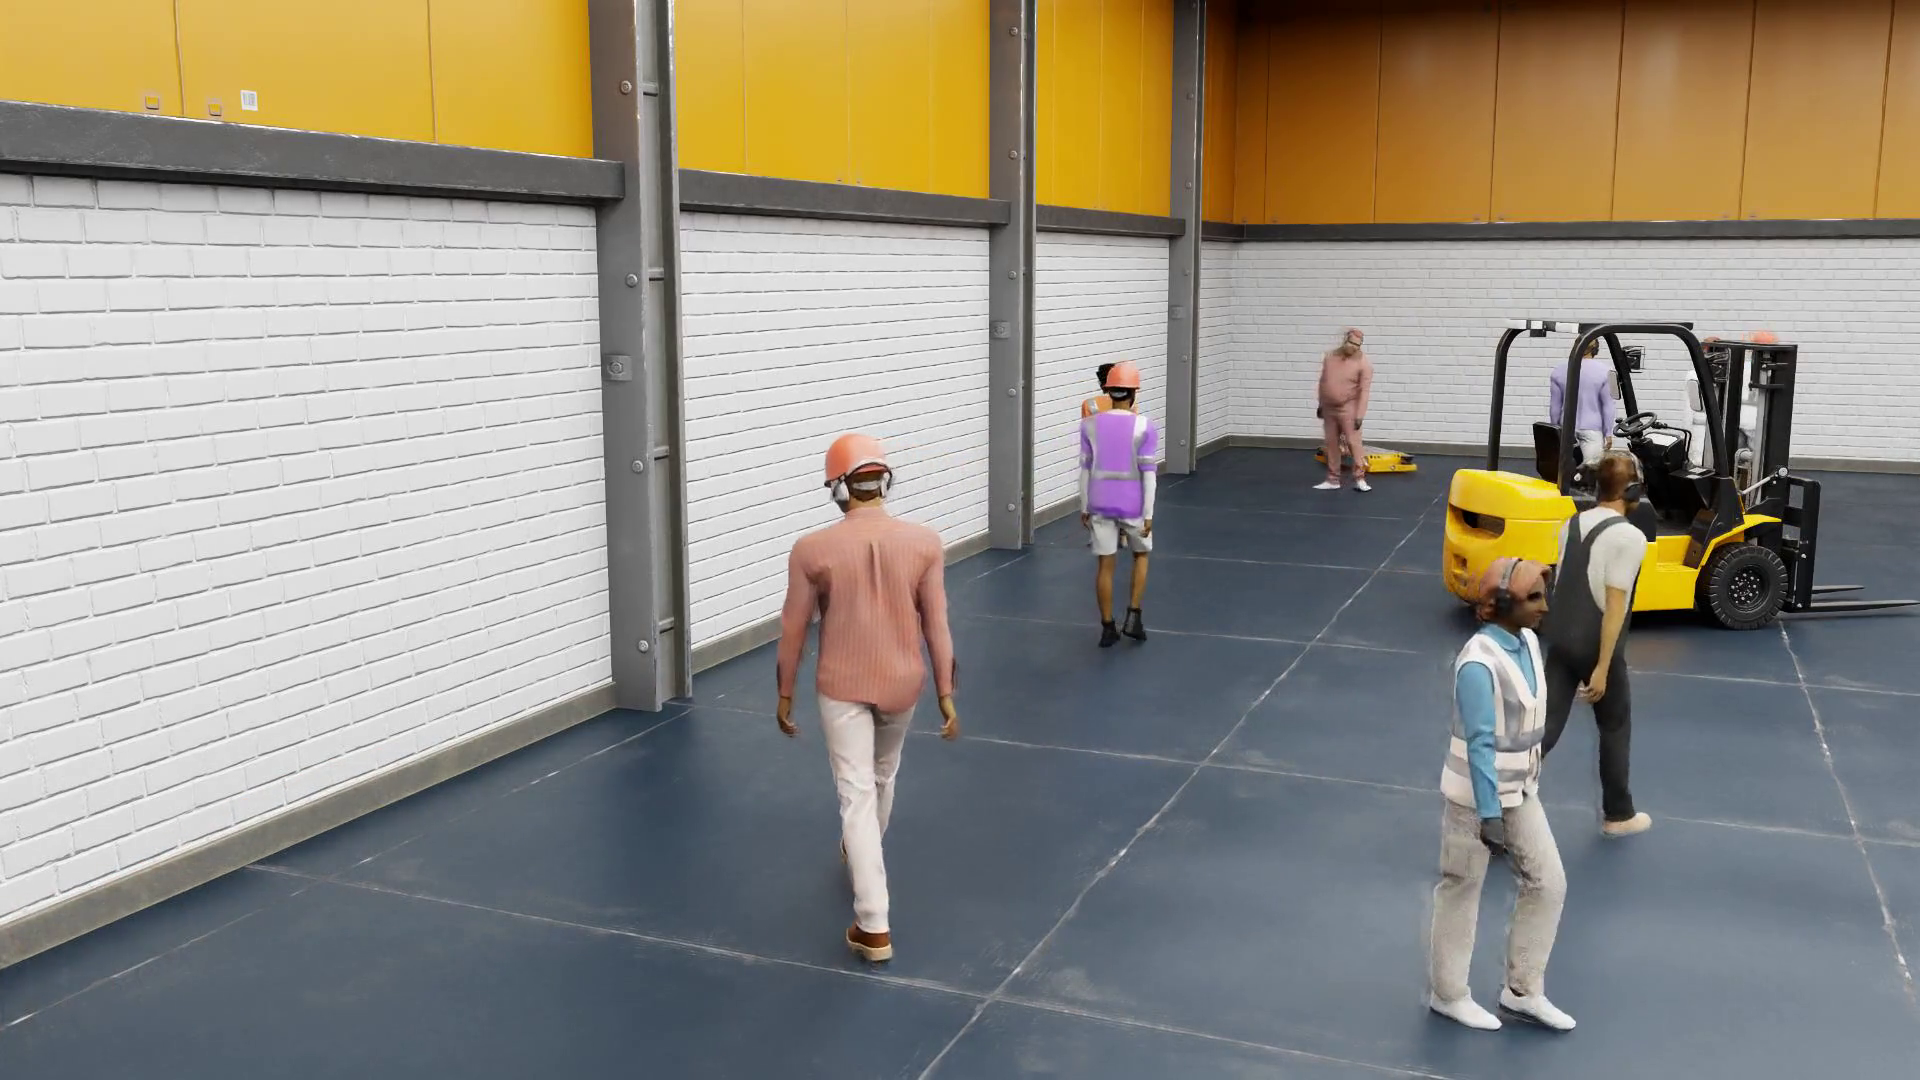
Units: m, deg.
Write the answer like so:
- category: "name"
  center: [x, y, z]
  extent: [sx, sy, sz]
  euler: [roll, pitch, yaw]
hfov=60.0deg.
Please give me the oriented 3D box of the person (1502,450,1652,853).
- category: "person"
  center: [2.674, 0.496, 7.294]
  extent: [1.001, 1.779, 0.528]
  euler: [-5, 10, -25]

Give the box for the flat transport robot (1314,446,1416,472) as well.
- category: "flat transport robot"
  center: [5.133, -1.046, 21.130]
  extent: [0.652, 0.197, 1.431]
  euler: [-3, 10, -16]

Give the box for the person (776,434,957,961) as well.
- category: "person"
  center: [-0.388, 0.555, 6.449]
  extent: [0.659, 1.920, 1.067]
  euler: [-3, 10, -19]

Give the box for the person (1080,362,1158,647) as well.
- category: "person"
  center: [1.073, -0.236, 11.240]
  extent: [0.552, 1.923, 0.470]
  euler: [3, 10, 17]

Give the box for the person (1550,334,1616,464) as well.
- category: "person"
  center: [6.019, -1.048, 16.101]
  extent: [0.630, 1.940, 0.373]
  euler: [8, 12, 39]

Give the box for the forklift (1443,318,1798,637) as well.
- category: "forklift"
  center: [4.706, -0.497, 11.990]
  extent: [2.313, 2.155, 1.214]
  euler: [-2, 10, -10]

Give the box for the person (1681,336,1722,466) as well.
- category: "person"
  center: [7.279, -1.034, 16.183]
  extent: [0.584, 1.882, 0.337]
  euler: [-2, 10, -9]

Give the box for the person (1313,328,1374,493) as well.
- category: "person"
  center: [4.339, -1.469, 18.895]
  extent: [0.401, 1.875, 0.722]
  euler: [-8, 12, -39]

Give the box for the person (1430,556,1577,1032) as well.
- category: "person"
  center: [1.838, 0.861, 5.469]
  extent: [0.587, 1.616, 0.547]
  euler: [8, 12, 40]

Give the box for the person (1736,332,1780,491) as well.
- category: "person"
  center: [8.069, -1.172, 17.008]
  extent: [0.338, 1.898, 0.640]
  euler: [-2, 10, -12]

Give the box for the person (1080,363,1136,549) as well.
- category: "person"
  center: [1.343, -0.758, 15.107]
  extent: [0.537, 1.695, 0.321]
  euler: [-1, 9, -7]
